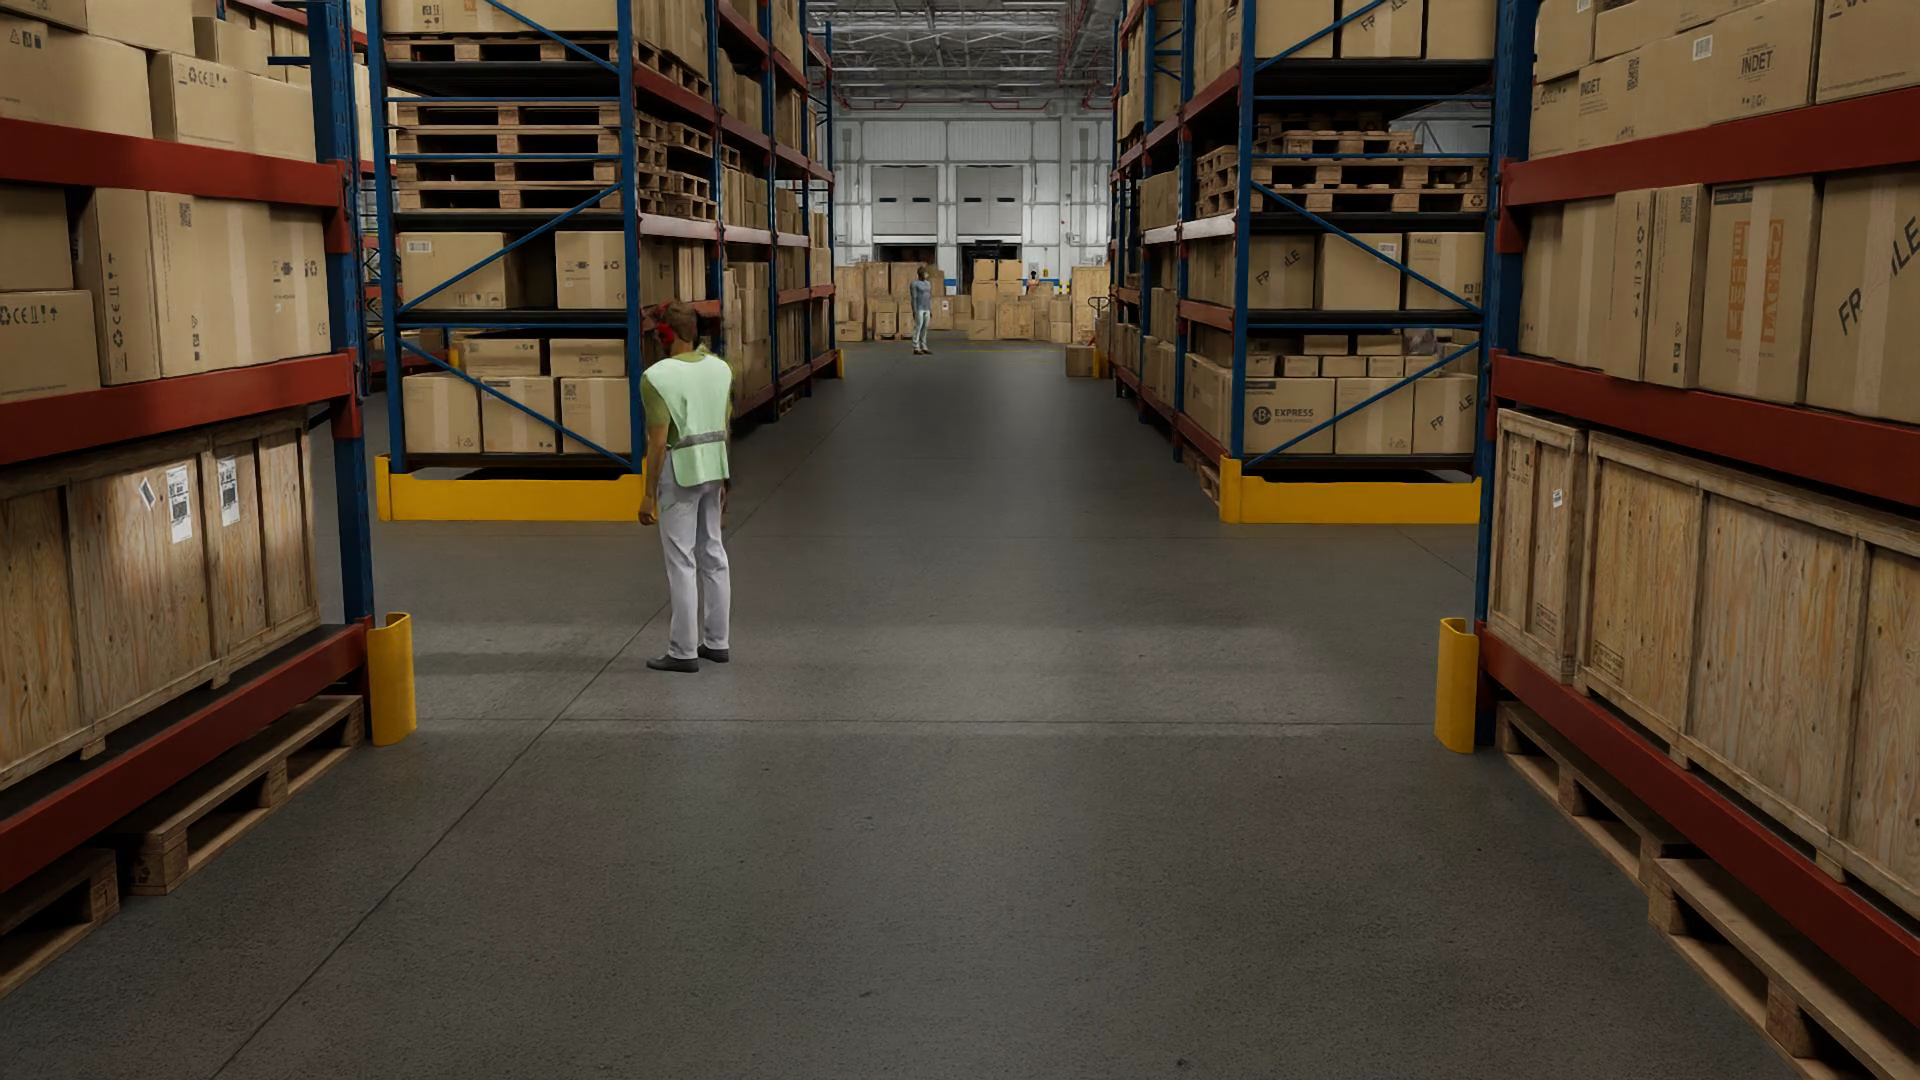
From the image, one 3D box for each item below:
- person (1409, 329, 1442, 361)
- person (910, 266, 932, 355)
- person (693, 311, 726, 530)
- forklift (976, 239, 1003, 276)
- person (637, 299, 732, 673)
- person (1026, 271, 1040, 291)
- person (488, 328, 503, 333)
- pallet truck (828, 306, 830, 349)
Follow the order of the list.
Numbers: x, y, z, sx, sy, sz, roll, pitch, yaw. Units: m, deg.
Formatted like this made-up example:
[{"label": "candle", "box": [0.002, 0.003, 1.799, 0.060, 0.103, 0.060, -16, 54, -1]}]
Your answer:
[{"label": "person", "box": [9.345, -4.475, 33.209, 0.914, 1.955, 0.655, 0, 9, -1]}, {"label": "person", "box": [-0.838, -5.025, 36.480, 0.368, 1.938, 0.632, 7, 12, 37]}, {"label": "person", "box": [-1.960, -0.897, 12.501, 0.380, 1.673, 0.618, -5, 11, -27]}, {"label": "forklift", "box": [1.042, -9.229, 58.844, 1.129, 2.768, 1.873, 4, 10, 20]}, {"label": "person", "box": [-1.343, -0.262, 8.230, 0.389, 1.843, 0.563, 7, 12, 35]}, {"label": "person", "box": [2.835, -9.601, 64.604, 0.535, 1.700, 0.318, -2, 10, -11]}, {"label": "person", "box": [-9.548, -4.471, 33.905, 0.593, 1.674, 0.557, -1, 10, -6]}, {"label": "pallet truck", "box": [-3.100, -3.940, 29.800, 1.885, 1.965, 0.823, 3, 10, 19]}]
